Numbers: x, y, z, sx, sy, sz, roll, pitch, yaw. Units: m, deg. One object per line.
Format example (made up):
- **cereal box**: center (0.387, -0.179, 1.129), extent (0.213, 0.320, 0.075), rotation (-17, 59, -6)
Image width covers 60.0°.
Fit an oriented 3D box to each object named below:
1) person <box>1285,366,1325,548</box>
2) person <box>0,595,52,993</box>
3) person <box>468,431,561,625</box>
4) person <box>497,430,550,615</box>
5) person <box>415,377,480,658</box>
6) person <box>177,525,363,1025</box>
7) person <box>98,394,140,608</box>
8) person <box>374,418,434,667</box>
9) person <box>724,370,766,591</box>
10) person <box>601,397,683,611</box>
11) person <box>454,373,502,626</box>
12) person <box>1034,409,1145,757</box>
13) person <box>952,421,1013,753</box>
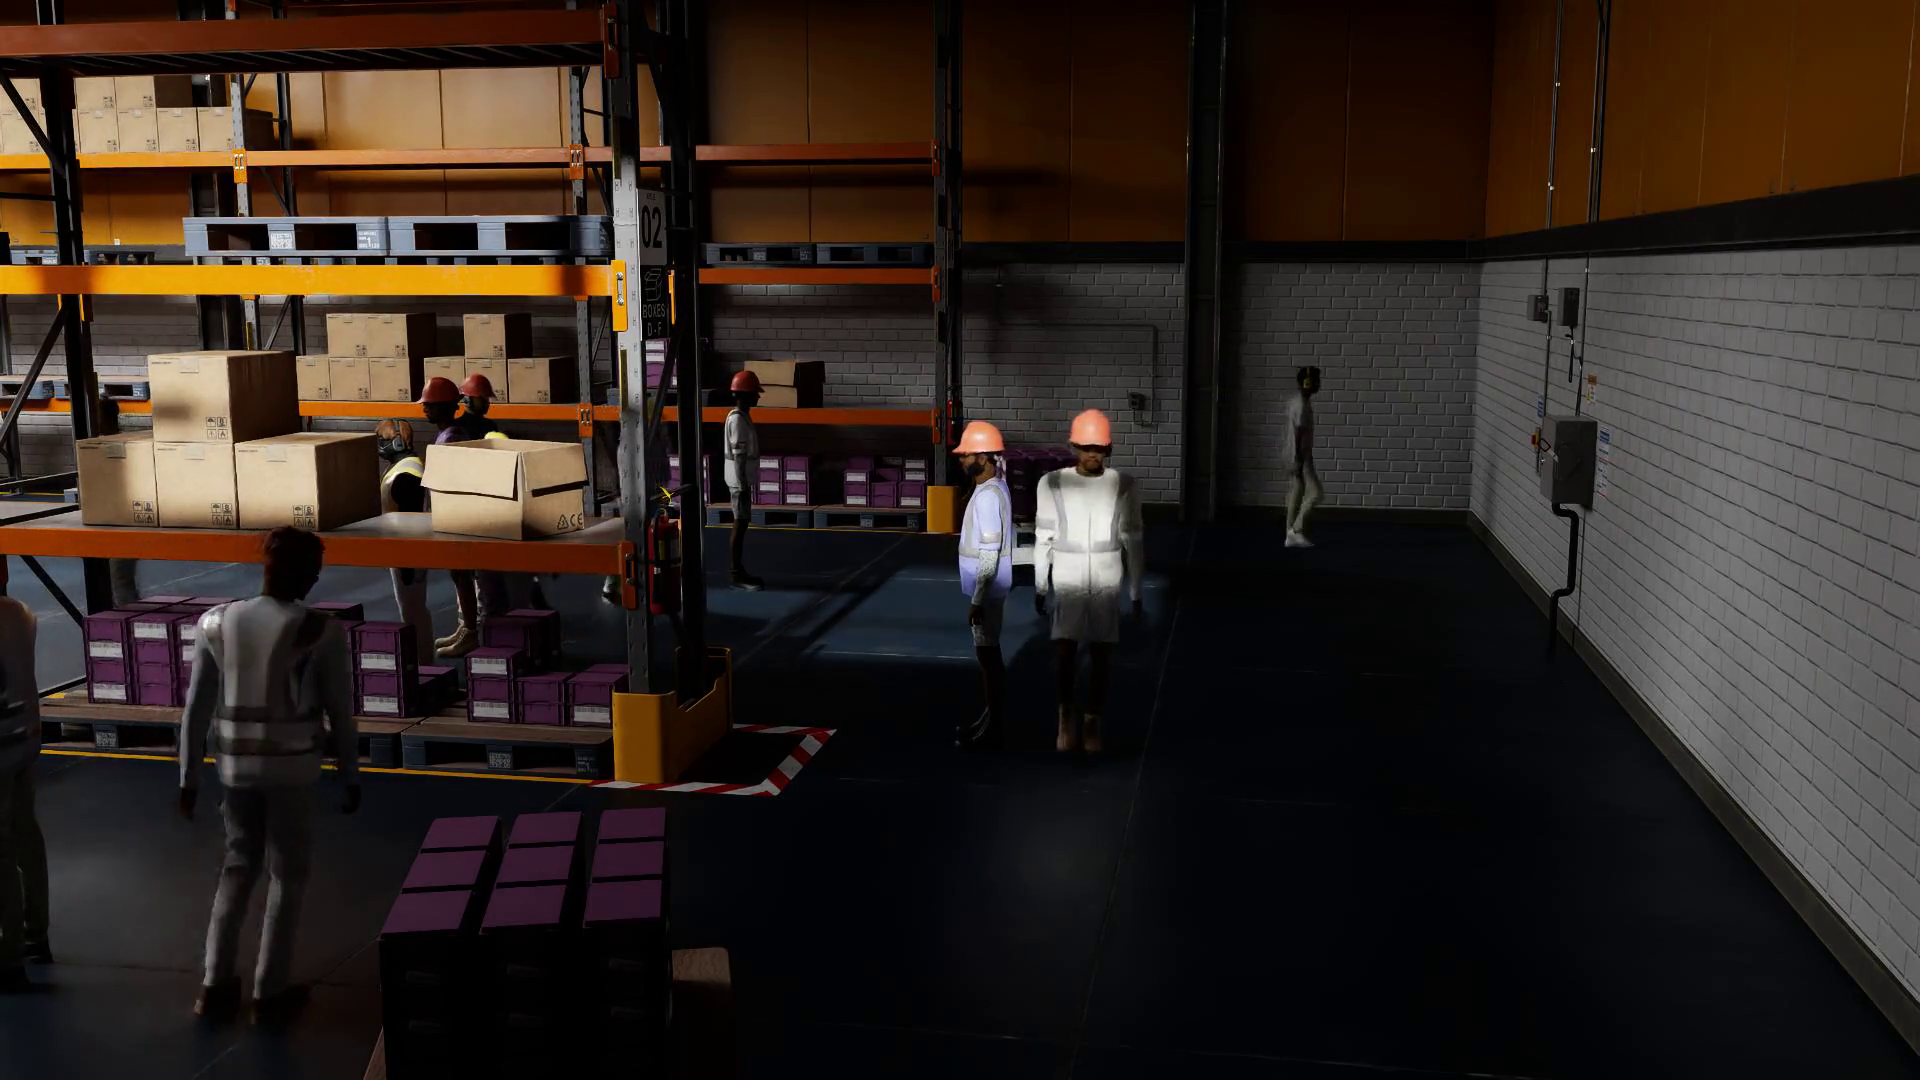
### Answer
- **person**: center (3.498, -0.824, 16.765), extent (0.452, 1.853, 0.563), rotation (2, 9, 9)
- **person**: center (-3.804, 0.852, 6.471), extent (0.404, 1.824, 0.586), rotation (-1, 9, -6)
- **person**: center (-2.985, 0.150, 11.092), extent (0.654, 1.745, 0.363), rotation (2, 9, 12)
- **person**: center (-3.173, 0.049, 11.907), extent (0.550, 1.668, 0.544), rotation (-1, 9, -6)
- **person**: center (-3.717, -0.163, 12.088), extent (0.393, 2.041, 0.613), rotation (-3, 10, -16)
- **person**: center (-2.570, 0.873, 6.235), extent (0.603, 1.855, 0.462), rotation (1, 9, 5)
- **person**: center (-6.086, -0.084, 11.946), extent (0.667, 1.929, 0.443), rotation (8, 12, 40)
- **person**: center (-3.724, 0.098, 11.139), extent (0.430, 1.836, 0.618), rotation (-3, 10, -20)
- **person**: center (-1.884, -0.523, 14.647), extent (0.374, 1.935, 0.552), rotation (-1, 9, -6)
- **person**: center (-2.599, -0.291, 13.701), extent (0.955, 1.784, 0.618), rotation (5, 10, 28)
- **person**: center (-3.840, -0.326, 13.252), extent (0.381, 1.995, 0.610), rotation (3, 10, 20)
- **person**: center (0.744, 0.262, 9.530), extent (0.621, 2.023, 0.512), rotation (0, 9, 0)
- **person**: center (0.129, 0.272, 9.716), extent (0.354, 1.939, 0.545), rotation (1, 9, 4)
